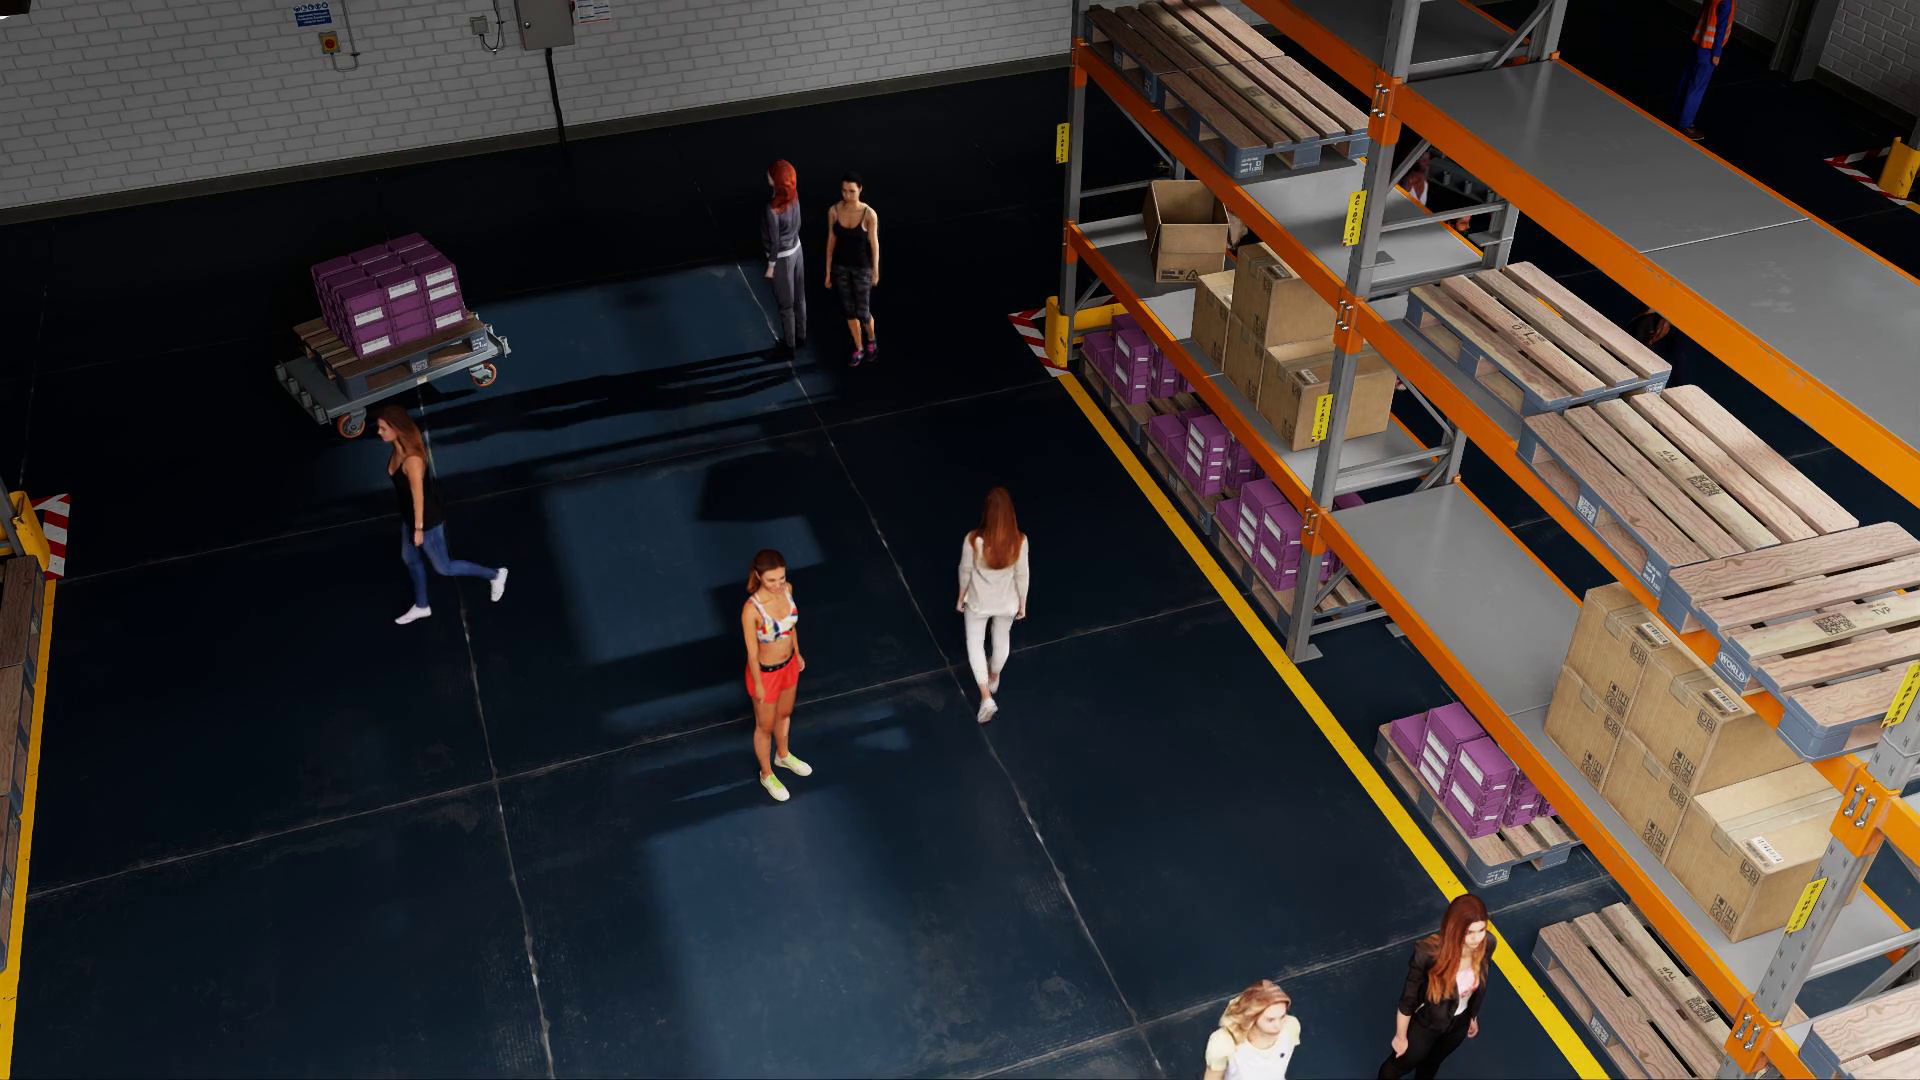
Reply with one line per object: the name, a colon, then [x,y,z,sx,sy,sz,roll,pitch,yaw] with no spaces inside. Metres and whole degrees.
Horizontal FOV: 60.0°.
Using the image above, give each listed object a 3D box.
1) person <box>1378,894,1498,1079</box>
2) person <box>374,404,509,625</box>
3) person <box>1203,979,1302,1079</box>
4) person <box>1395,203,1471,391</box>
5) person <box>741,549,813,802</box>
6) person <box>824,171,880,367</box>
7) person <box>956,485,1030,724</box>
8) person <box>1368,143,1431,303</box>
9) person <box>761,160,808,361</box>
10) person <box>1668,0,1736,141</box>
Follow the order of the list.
person: [2.278,2.275,7.977,0.601,1.713,0.518,-11,40,-14]
person: [-3.494,-0.175,11.054,0.821,1.700,1.018,-24,44,-27]
person: [1.246,2.541,7.661,0.654,1.690,1.119,-11,40,-13]
person: [3.658,-1.884,13.184,0.892,1.713,1.200,-27,46,-30]
person: [-1.109,0.761,9.811,0.701,1.789,0.669,25,45,28]
person: [-0.846,-2.255,13.643,0.685,1.720,0.735,13,40,15]
person: [0.204,0.427,10.300,0.740,1.701,1.002,-4,39,-5]
person: [3.600,-2.508,13.925,0.918,1.764,0.812,26,45,29]
person: [-1.441,-2.313,13.669,0.709,1.778,0.643,15,41,18]
person: [7.656,-5.057,17.037,0.836,1.863,0.685,1,39,1]
